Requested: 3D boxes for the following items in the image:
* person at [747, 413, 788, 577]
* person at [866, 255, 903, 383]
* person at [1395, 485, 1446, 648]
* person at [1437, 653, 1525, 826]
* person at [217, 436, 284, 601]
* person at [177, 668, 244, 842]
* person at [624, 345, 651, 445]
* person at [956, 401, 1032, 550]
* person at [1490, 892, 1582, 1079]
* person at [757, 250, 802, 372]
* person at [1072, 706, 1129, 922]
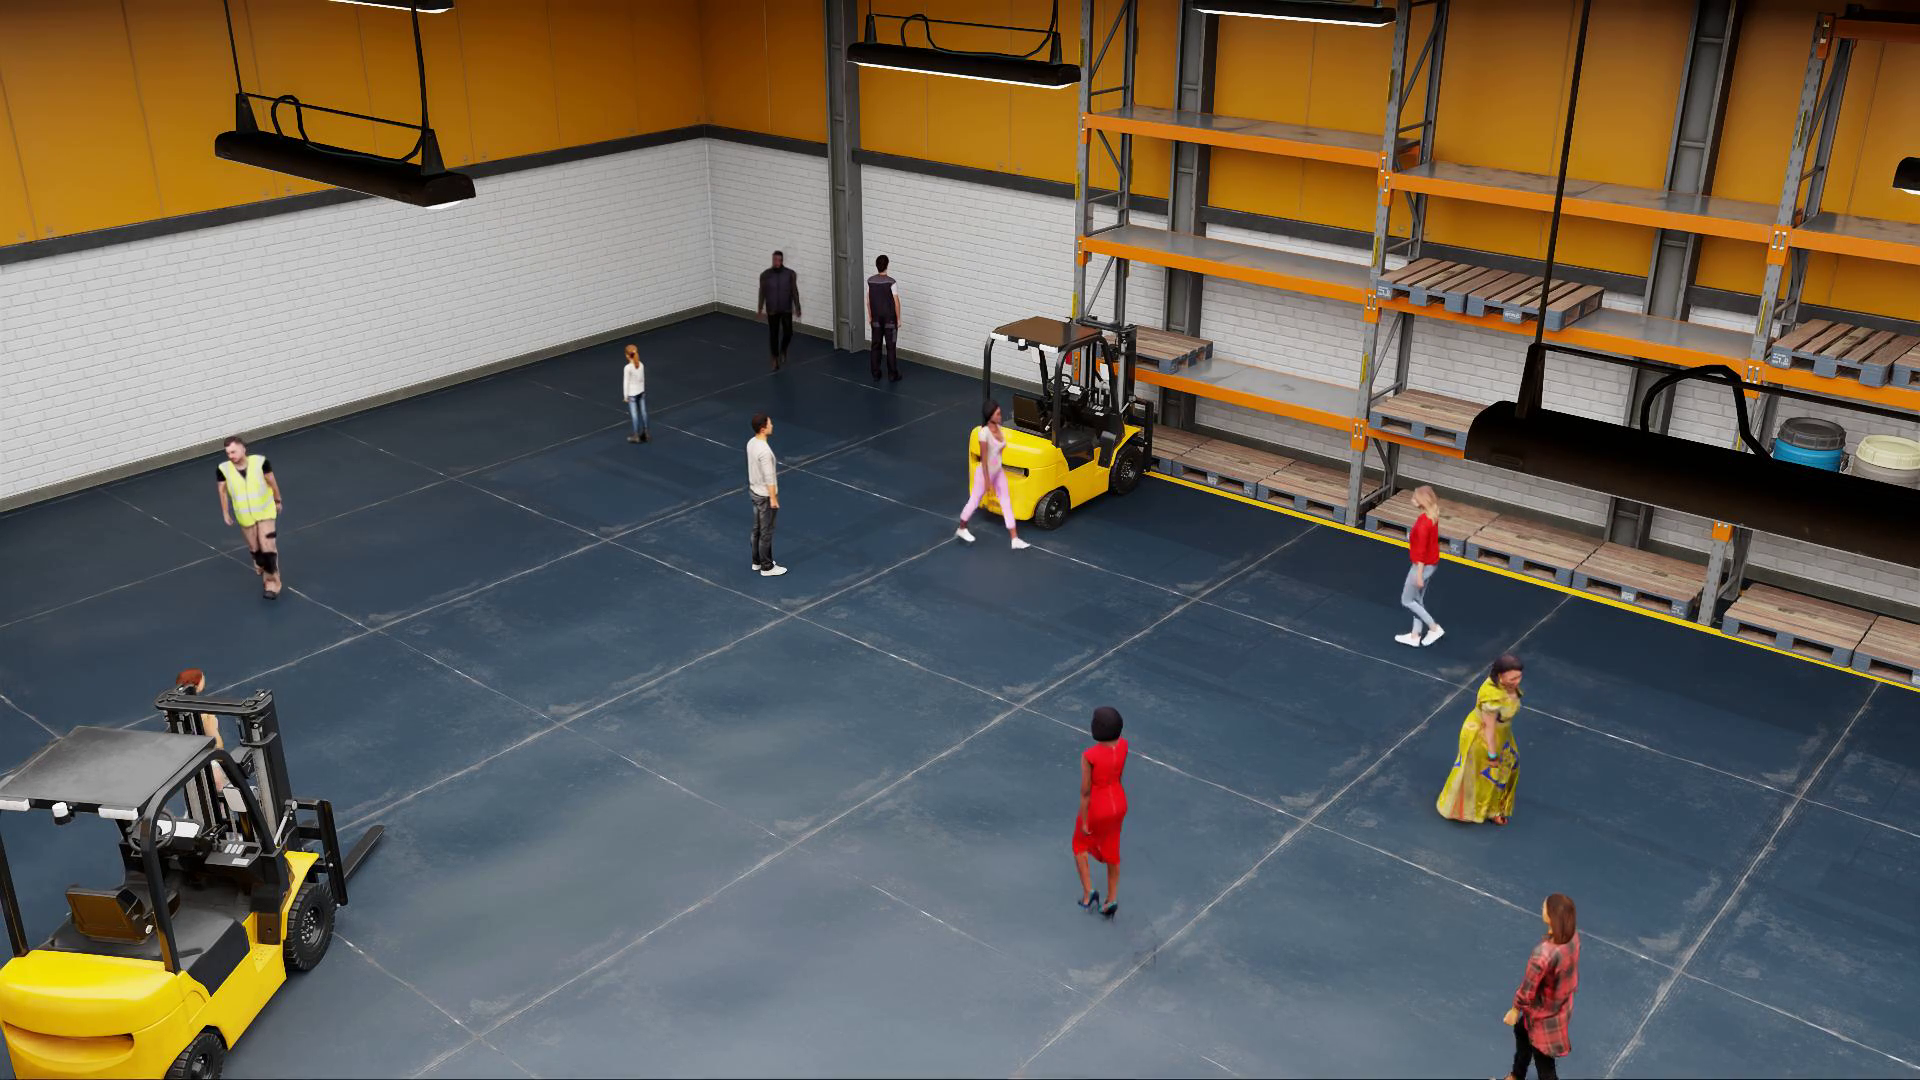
[{"bbox_3d":[-2.121,-0.503,17.876,0.782,1.811,0.619,-12,27,-26],"label":"person"},{"bbox_3d":[-1.099,-3.202,24.004,0.648,1.849,0.789,7,25,16],"label":"person"},{"bbox_3d":[4.582,0.295,16.200,0.759,1.692,0.681,13,27,27],"label":"person"},{"bbox_3d":[4.181,1.586,13.338,0.815,1.620,0.831,12,26,25],"label":"person"},{"bbox_3d":[-7.357,-0.292,17.424,1.055,1.787,1.175,-9,25,-20],"label":"person"},{"bbox_3d":[-5.913,1.769,12.899,0.664,1.636,0.670,13,27,27],"label":"person"},{"bbox_3d":[-4.224,-1.909,21.715,0.497,1.313,0.483,21,31,39],"label":"person"},{"bbox_3d":[0.253,-0.707,18.495,1.198,1.690,0.687,15,28,31],"label":"person"},{"bbox_3d":[3.664,2.940,10.162,0.750,1.683,0.624,20,30,38],"label":"person"},{"bbox_3d":[-2.645,-3.393,24.477,0.934,1.820,1.004,1,24,2],"label":"person"},{"bbox_3d":[1.096,2.038,12.162,0.673,1.734,0.732,-12,26,-25],"label":"person"}]
